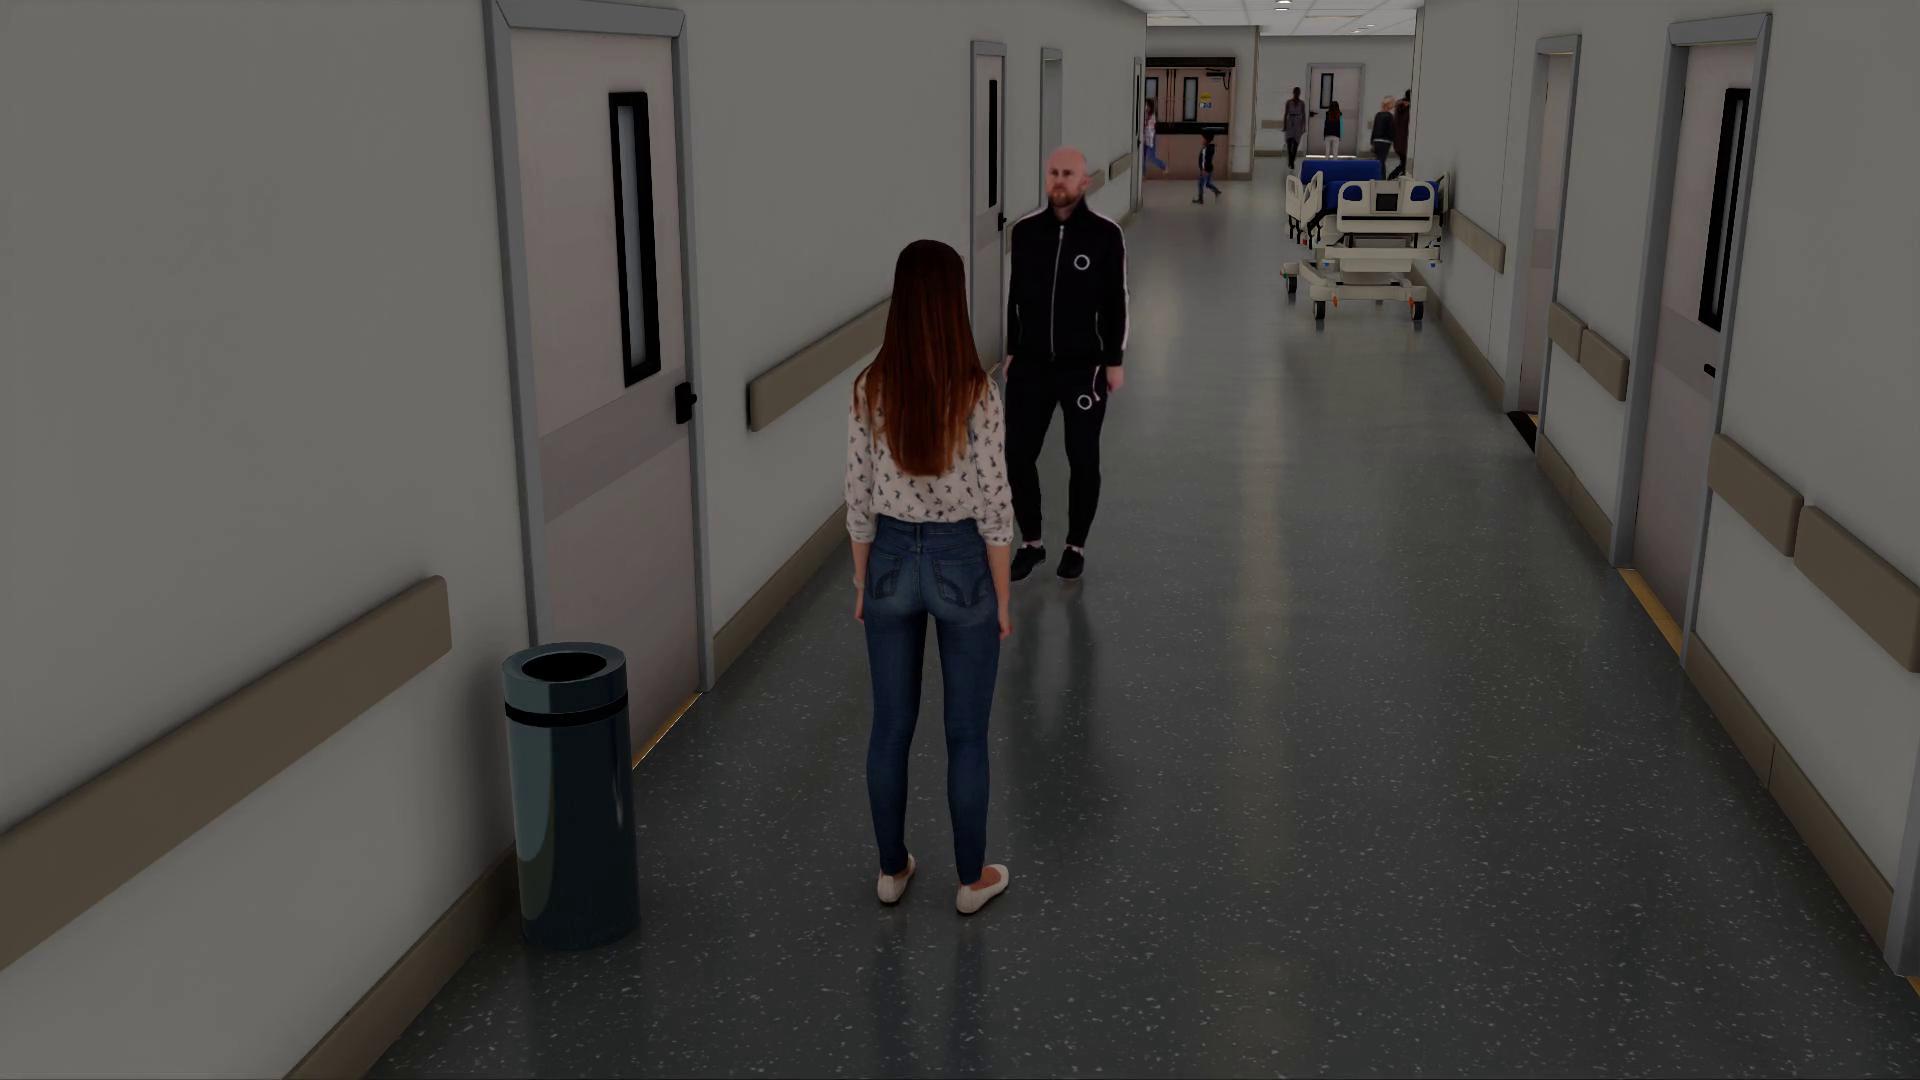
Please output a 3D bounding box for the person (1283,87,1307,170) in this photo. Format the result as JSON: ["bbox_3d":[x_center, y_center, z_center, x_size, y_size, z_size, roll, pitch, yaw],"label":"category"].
[{"bbox_3d":[7.417,-9.150,36.976,0.629,1.777,0.735,1,16,4],"label":"person"}]

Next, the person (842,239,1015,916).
[{"bbox_3d":[-0.078,0.107,4.232,0.460,1.728,0.656,4,16,15],"label":"person"}]

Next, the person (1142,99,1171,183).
[{"bbox_3d":[3.761,-7.771,32.434,1.056,1.588,0.884,-5,17,-17],"label":"person"}]

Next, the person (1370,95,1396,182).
[{"bbox_3d":[7.382,-6.952,29.343,1.096,1.689,0.965,-7,17,-24],"label":"person"}]

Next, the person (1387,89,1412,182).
[{"bbox_3d":[7.584,-6.814,28.599,0.991,1.828,0.962,-5,17,-18],"label":"person"}]

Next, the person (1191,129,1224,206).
[{"bbox_3d":[4.043,-6.036,26.974,0.810,1.211,0.661,9,18,28],"label":"person"}]

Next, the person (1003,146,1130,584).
[{"bbox_3d":[0.460,-0.727,7.025,0.648,1.819,0.808,5,17,17],"label":"person"}]

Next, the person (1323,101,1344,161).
[{"bbox_3d":[8.154,-8.847,36.415,0.600,1.499,0.704,8,18,26],"label":"person"}]
